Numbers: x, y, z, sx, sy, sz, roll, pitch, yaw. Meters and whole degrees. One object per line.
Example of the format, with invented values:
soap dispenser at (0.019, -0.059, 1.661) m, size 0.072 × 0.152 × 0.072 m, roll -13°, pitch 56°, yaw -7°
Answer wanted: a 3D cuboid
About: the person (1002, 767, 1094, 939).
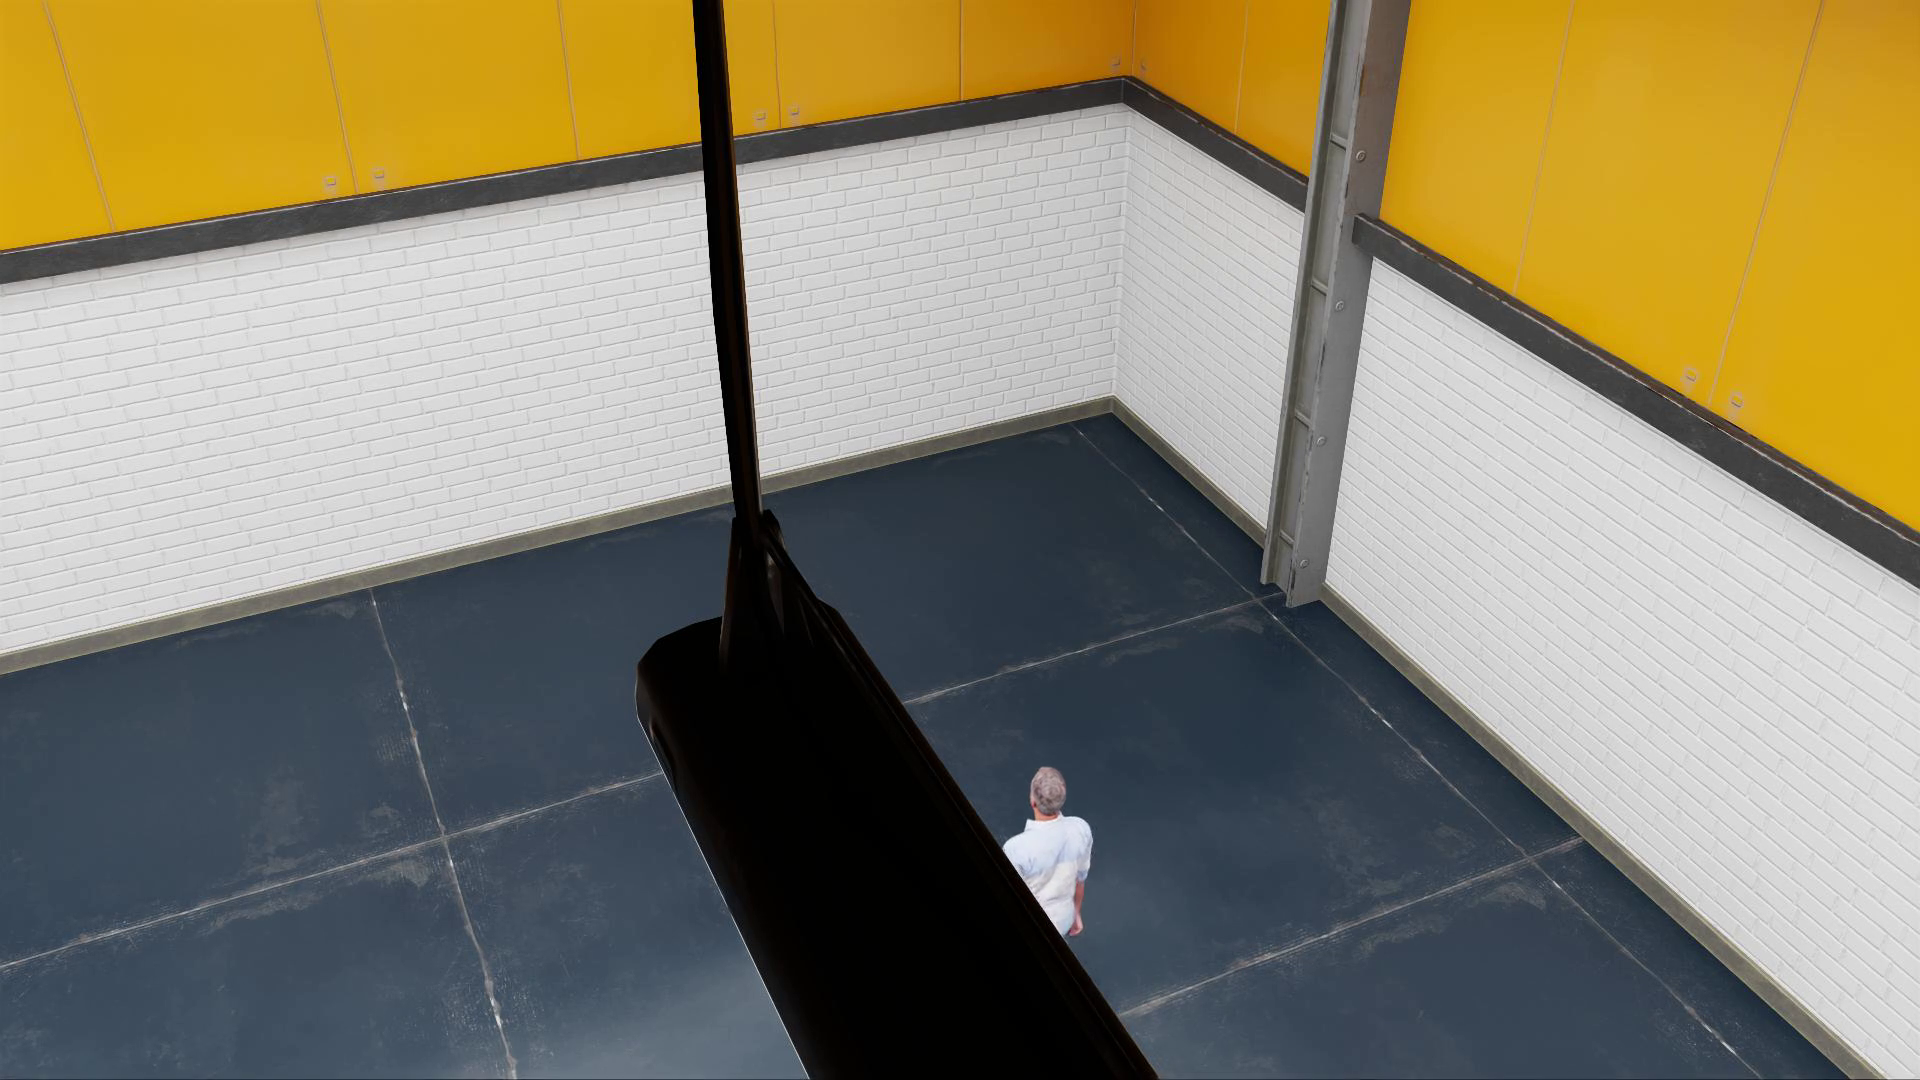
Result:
person at (0.442, 1.983, 8.524) m, size 0.763 × 1.799 × 1.148 m, roll -19°, pitch 38°, yaw -26°
